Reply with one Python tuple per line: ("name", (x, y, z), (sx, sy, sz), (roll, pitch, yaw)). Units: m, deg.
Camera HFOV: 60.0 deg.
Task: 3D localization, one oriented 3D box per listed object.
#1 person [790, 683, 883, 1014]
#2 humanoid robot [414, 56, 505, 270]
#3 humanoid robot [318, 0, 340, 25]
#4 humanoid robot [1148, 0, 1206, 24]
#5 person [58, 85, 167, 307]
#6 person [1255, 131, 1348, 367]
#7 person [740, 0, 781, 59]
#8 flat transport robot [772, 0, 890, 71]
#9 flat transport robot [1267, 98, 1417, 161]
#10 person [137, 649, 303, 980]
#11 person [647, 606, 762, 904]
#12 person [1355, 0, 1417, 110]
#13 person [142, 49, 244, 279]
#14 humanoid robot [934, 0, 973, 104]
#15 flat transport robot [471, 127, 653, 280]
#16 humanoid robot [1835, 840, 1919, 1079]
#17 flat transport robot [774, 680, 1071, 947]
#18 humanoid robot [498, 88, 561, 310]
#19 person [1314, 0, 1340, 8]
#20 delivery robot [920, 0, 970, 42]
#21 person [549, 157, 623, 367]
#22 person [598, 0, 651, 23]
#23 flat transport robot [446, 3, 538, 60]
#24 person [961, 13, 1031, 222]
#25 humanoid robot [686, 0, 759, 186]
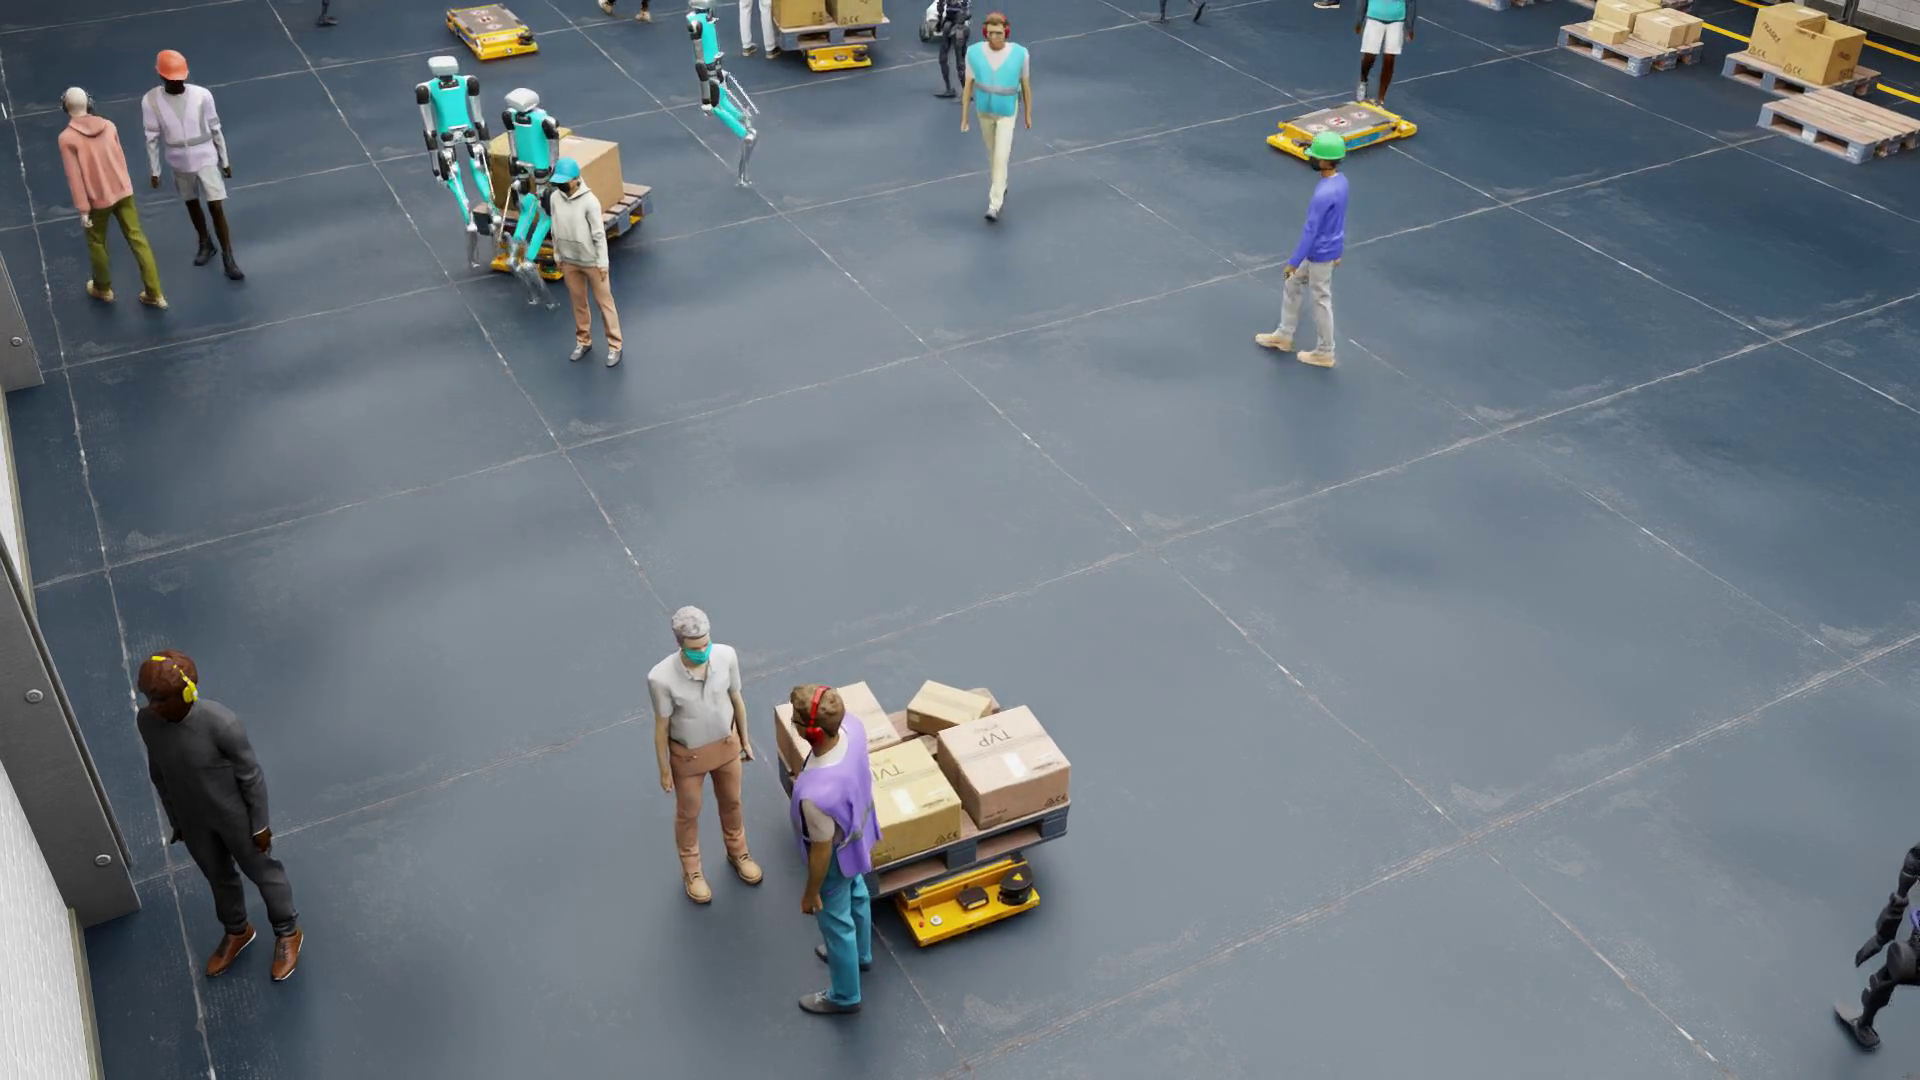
("person", (-0.553, 1.379, 7.373), (0.392, 1.845, 0.560), (8, 36, 11))
("humanoid robot", (-4.068, -3.060, 13.805), (0.541, 1.769, 0.770), (-20, 40, -26))
("humanoid robot", (-7.451, -6.800, 19.193), (0.330, 1.646, 0.584), (-21, 40, -28))
("humanoid robot", (2.539, -6.764, 19.163), (0.638, 1.638, 0.600), (16, 38, 22))
("person", (-6.875, -2.742, 13.306), (0.852, 1.792, 0.547), (23, 41, 30))
("person", (2.561, -2.161, 12.428), (0.779, 1.845, 0.469), (12, 37, 16))
("person", (-2.264, -6.242, 18.230), (0.577, 1.879, 0.350), (10, 36, 14))
("flat transport robot", (-1.497, -5.614, 18.731), (0.659, 0.231, 1.431), (-10, 36, -14))
("flat transport robot", (3.804, -4.070, 16.527), (1.431, 0.231, 0.659), (-21, 40, -27))
("person", (-3.359, 1.251, 7.532), (0.492, 1.875, 0.363), (5, 35, 7))
("person", (-1.233, 1.014, 7.987), (0.475, 1.738, 0.309), (-19, 39, -25))
("person", (4.290, -5.257, 16.784), (0.584, 1.921, 0.479), (5, 35, 7))
("person", (-6.361, -3.112, 13.739), (0.607, 1.919, 0.684), (-11, 36, -15))
("humanoid robot", (-0.075, -5.332, 17.102), (0.327, 1.658, 0.600), (-15, 38, -21))
("flat transport robot", (-3.430, -2.684, 14.547), (0.659, 0.231, 1.431), (12, 37, 17))
("humanoid robot", (4.181, 1.698, 7.078), (0.609, 1.627, 0.640), (4, 35, 6))
("flat transport robot", (-0.196, 1.462, 8.628), (0.659, 0.231, 1.431), (-15, 38, -20))
("humanoid robot", (-3.461, -2.635, 13.189), (0.550, 1.771, 0.699), (19, 39, 25))
("person", (4.462, -7.320, 19.689), (0.363, 1.963, 0.611), (5, 35, 8))
("delivery robot", (-0.138, -6.007, 19.055), (0.499, 0.608, 0.797), (9, 36, 13))
("person", (-2.840, -2.075, 12.463), (0.457, 1.667, 0.388), (11, 37, 16))
("person", (-3.953, -6.913, 19.374), (0.541, 1.655, 0.824), (-28, 44, -34))
("flat transport robot", (-5.383, -5.836, 19.048), (0.659, 0.231, 1.431), (-18, 39, -24))
("person", (0.298, -3.749, 14.725), (0.594, 1.792, 0.967), (10, 36, 14))
("humanoid robot", (-2.099, -4.110, 15.350), (0.750, 1.821, 0.541), (4, 35, 5))
